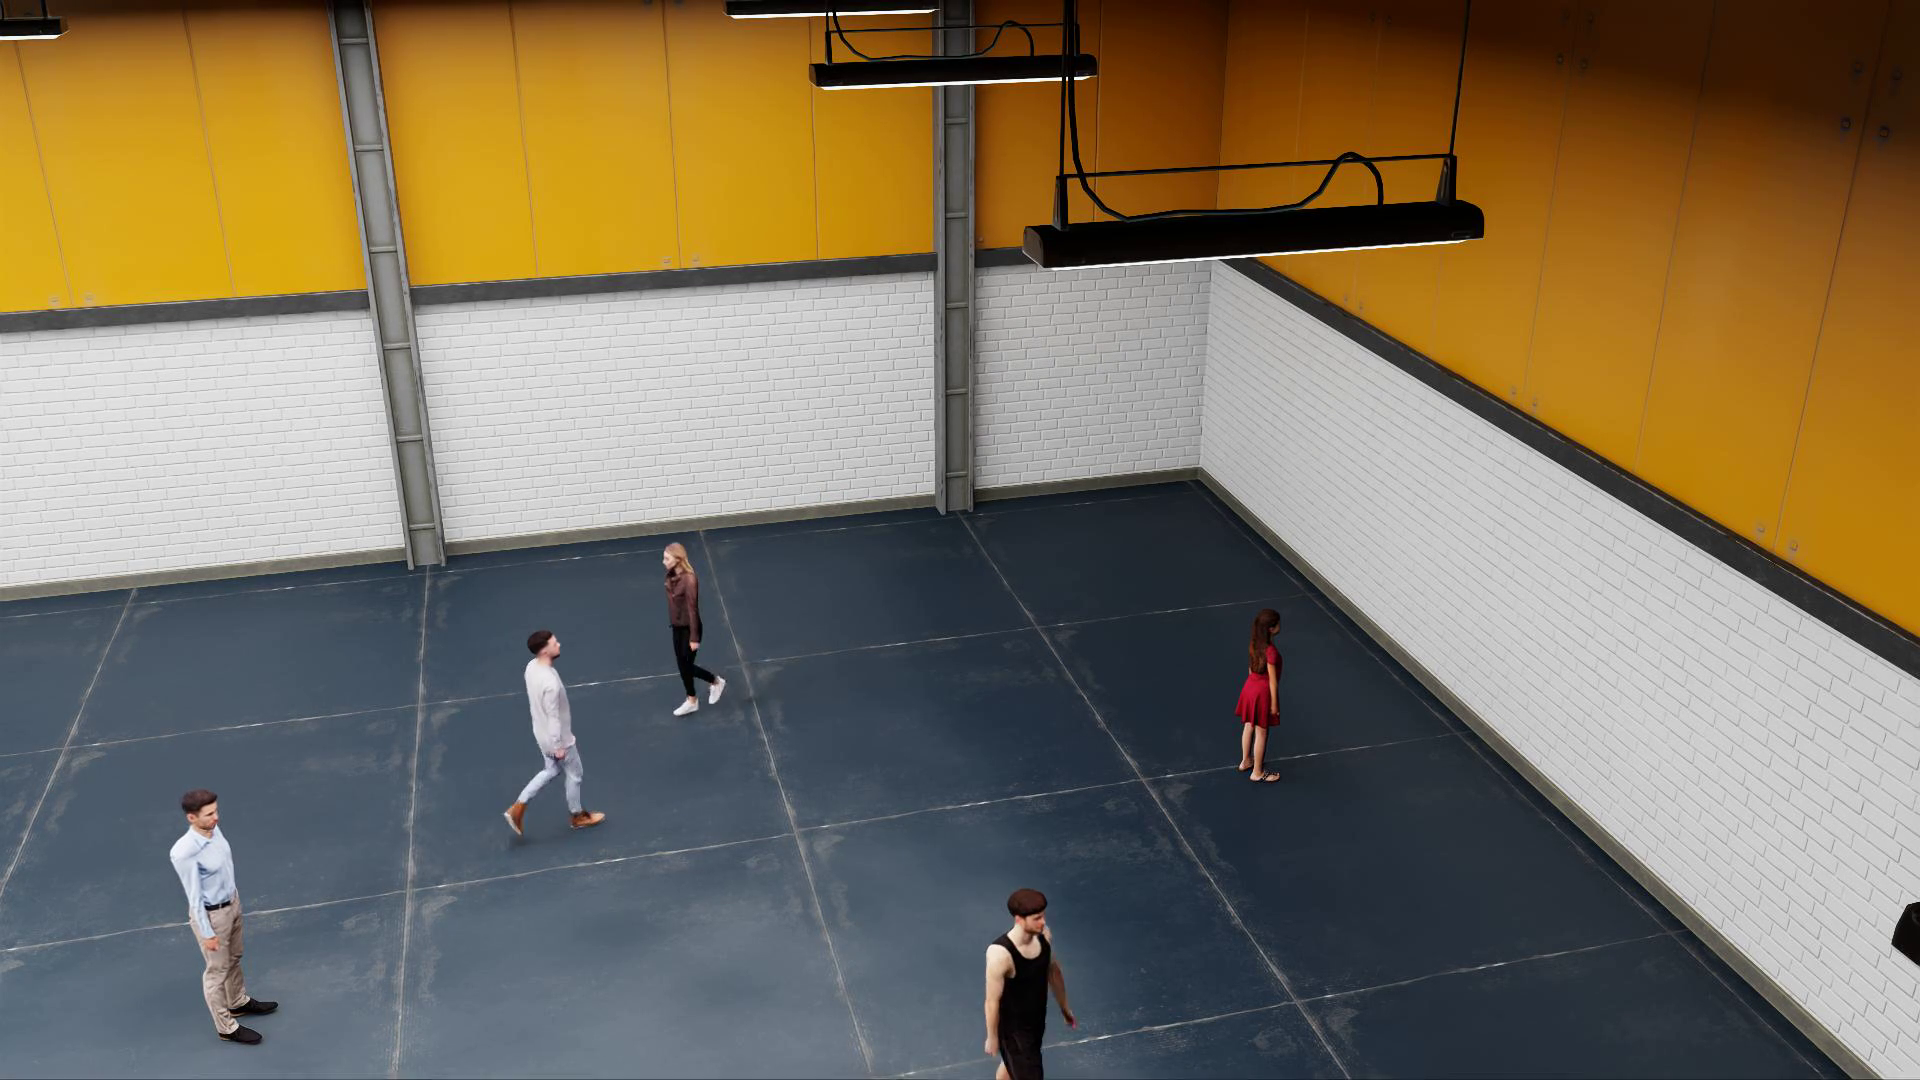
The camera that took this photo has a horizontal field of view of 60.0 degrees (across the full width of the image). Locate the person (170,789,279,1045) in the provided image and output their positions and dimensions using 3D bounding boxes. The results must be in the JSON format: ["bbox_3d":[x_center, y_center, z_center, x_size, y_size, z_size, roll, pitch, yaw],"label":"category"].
[{"bbox_3d":[-4.902,2.448,10.961,0.686,1.844,0.705,0,24,0],"label":"person"}]

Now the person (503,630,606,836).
[{"bbox_3d":[-3.268,1.537,13.082,1.123,1.816,0.887,-14,27,-29],"label":"person"}]

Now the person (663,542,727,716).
[{"bbox_3d":[-2.383,0.791,14.944,0.841,1.691,0.761,-17,29,-34],"label":"person"}]

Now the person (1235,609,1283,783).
[{"bbox_3d":[2.532,1.286,13.982,0.617,1.553,0.557,-8,25,-18],"label":"person"}]

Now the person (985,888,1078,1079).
[{"bbox_3d":[0.296,2.852,10.010,1.036,1.865,0.989,15,28,30],"label":"person"}]
